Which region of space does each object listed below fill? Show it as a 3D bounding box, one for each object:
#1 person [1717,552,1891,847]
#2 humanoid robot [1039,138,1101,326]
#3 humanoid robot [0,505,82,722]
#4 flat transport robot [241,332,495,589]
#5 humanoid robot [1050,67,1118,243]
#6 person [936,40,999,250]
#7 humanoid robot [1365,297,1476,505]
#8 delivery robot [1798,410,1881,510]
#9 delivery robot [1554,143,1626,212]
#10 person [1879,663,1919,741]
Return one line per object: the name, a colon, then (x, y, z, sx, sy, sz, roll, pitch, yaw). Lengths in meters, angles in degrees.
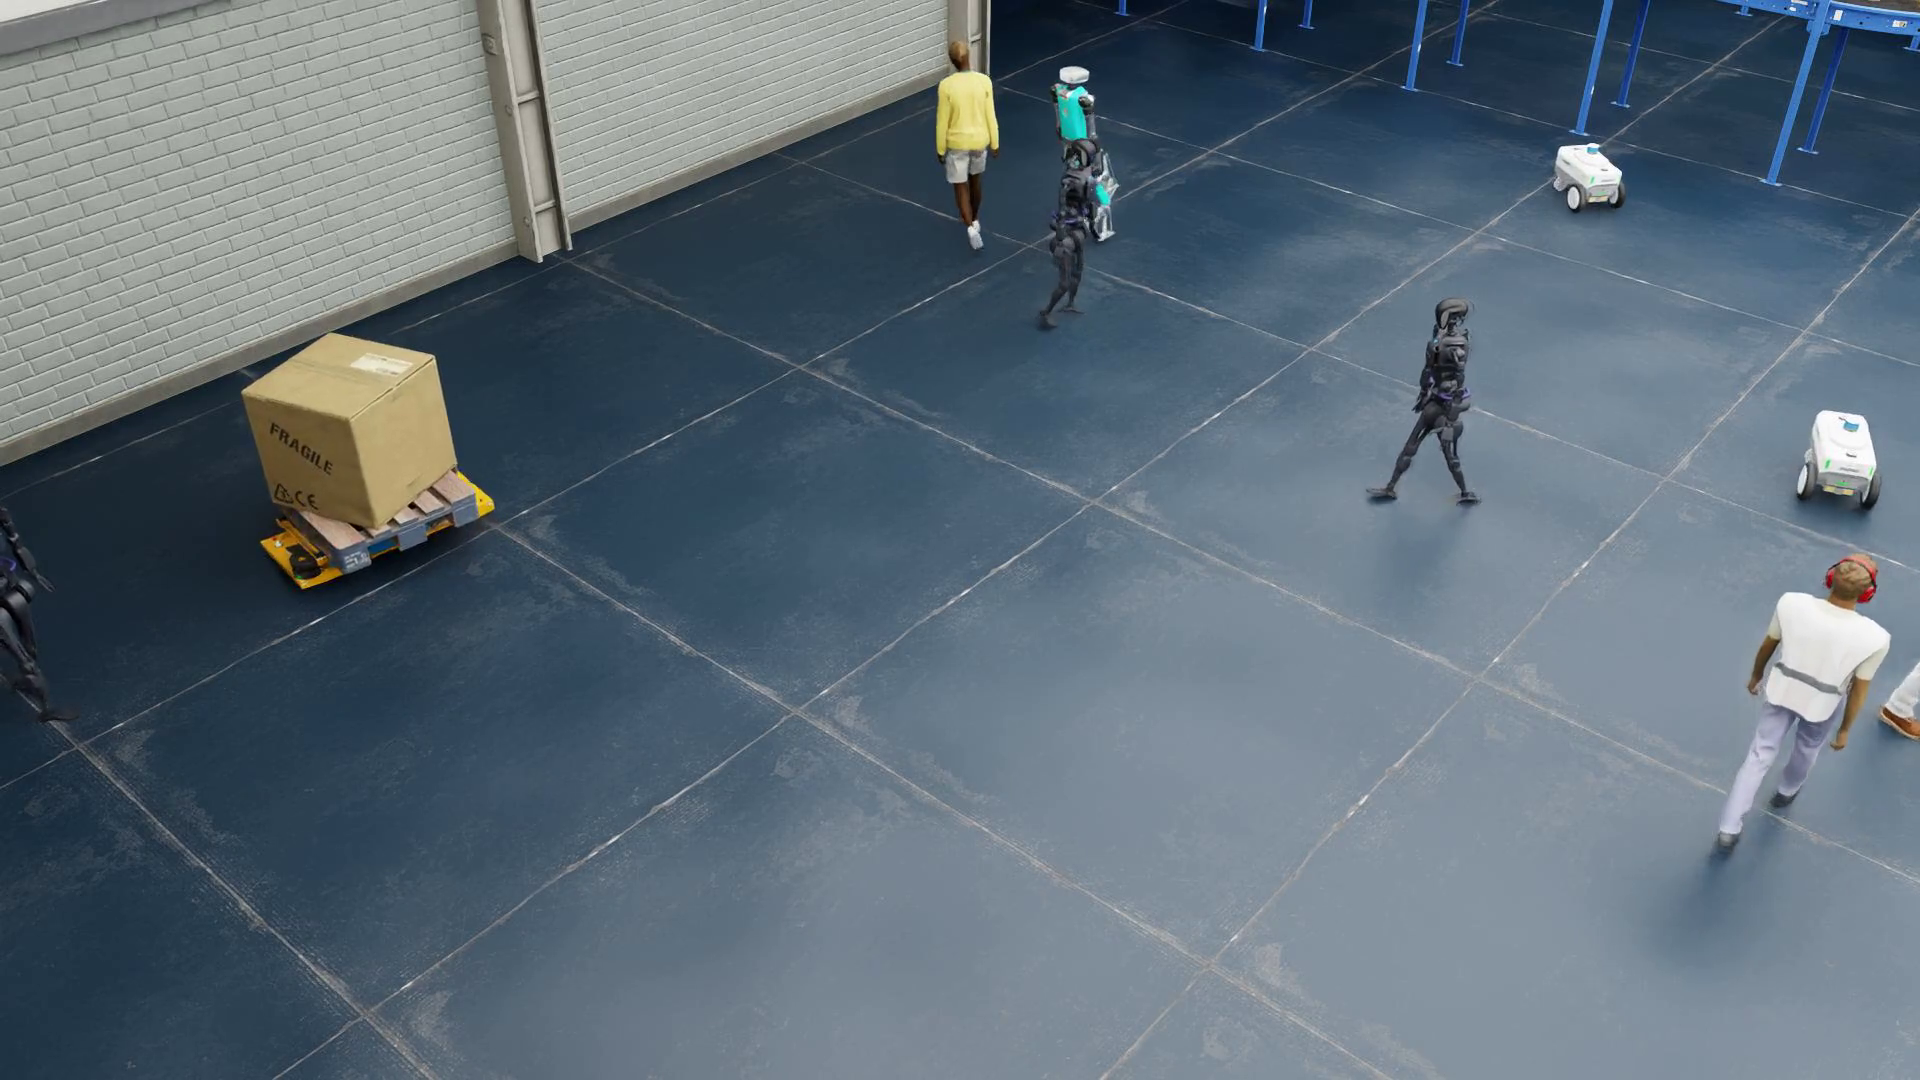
person: (4.491, 0.847, 8.875, 0.577, 1.805, 0.939, 27, 43, 32)
humanoid robot: (0.948, -2.564, 13.787, 0.375, 1.638, 0.590, 22, 41, 28)
humanoid robot: (-5.606, 0.337, 9.737, 0.580, 1.635, 0.612, 8, 36, 12)
flat transport robot: (-4.053, -0.143, 11.588, 1.431, 0.231, 0.659, -28, 44, -33)
humanoid robot: (1.215, -3.441, 14.946, 0.941, 1.726, 0.567, -23, 41, -28)
person: (0.086, -3.561, 15.019, 0.591, 1.867, 0.810, -10, 37, -14)
humanoid robot: (3.344, -0.925, 11.525, 0.790, 1.629, 0.609, -5, 36, -6)
delivery robot: (6.357, -0.584, 11.978, 0.521, 0.614, 0.785, 11, 37, 14)
delivery robot: (6.084, -3.512, 16.090, 0.508, 0.614, 0.785, -7, 36, -10)
person: (5.848, 0.537, 9.277, 0.602, 1.829, 0.981, -22, 41, -28)
